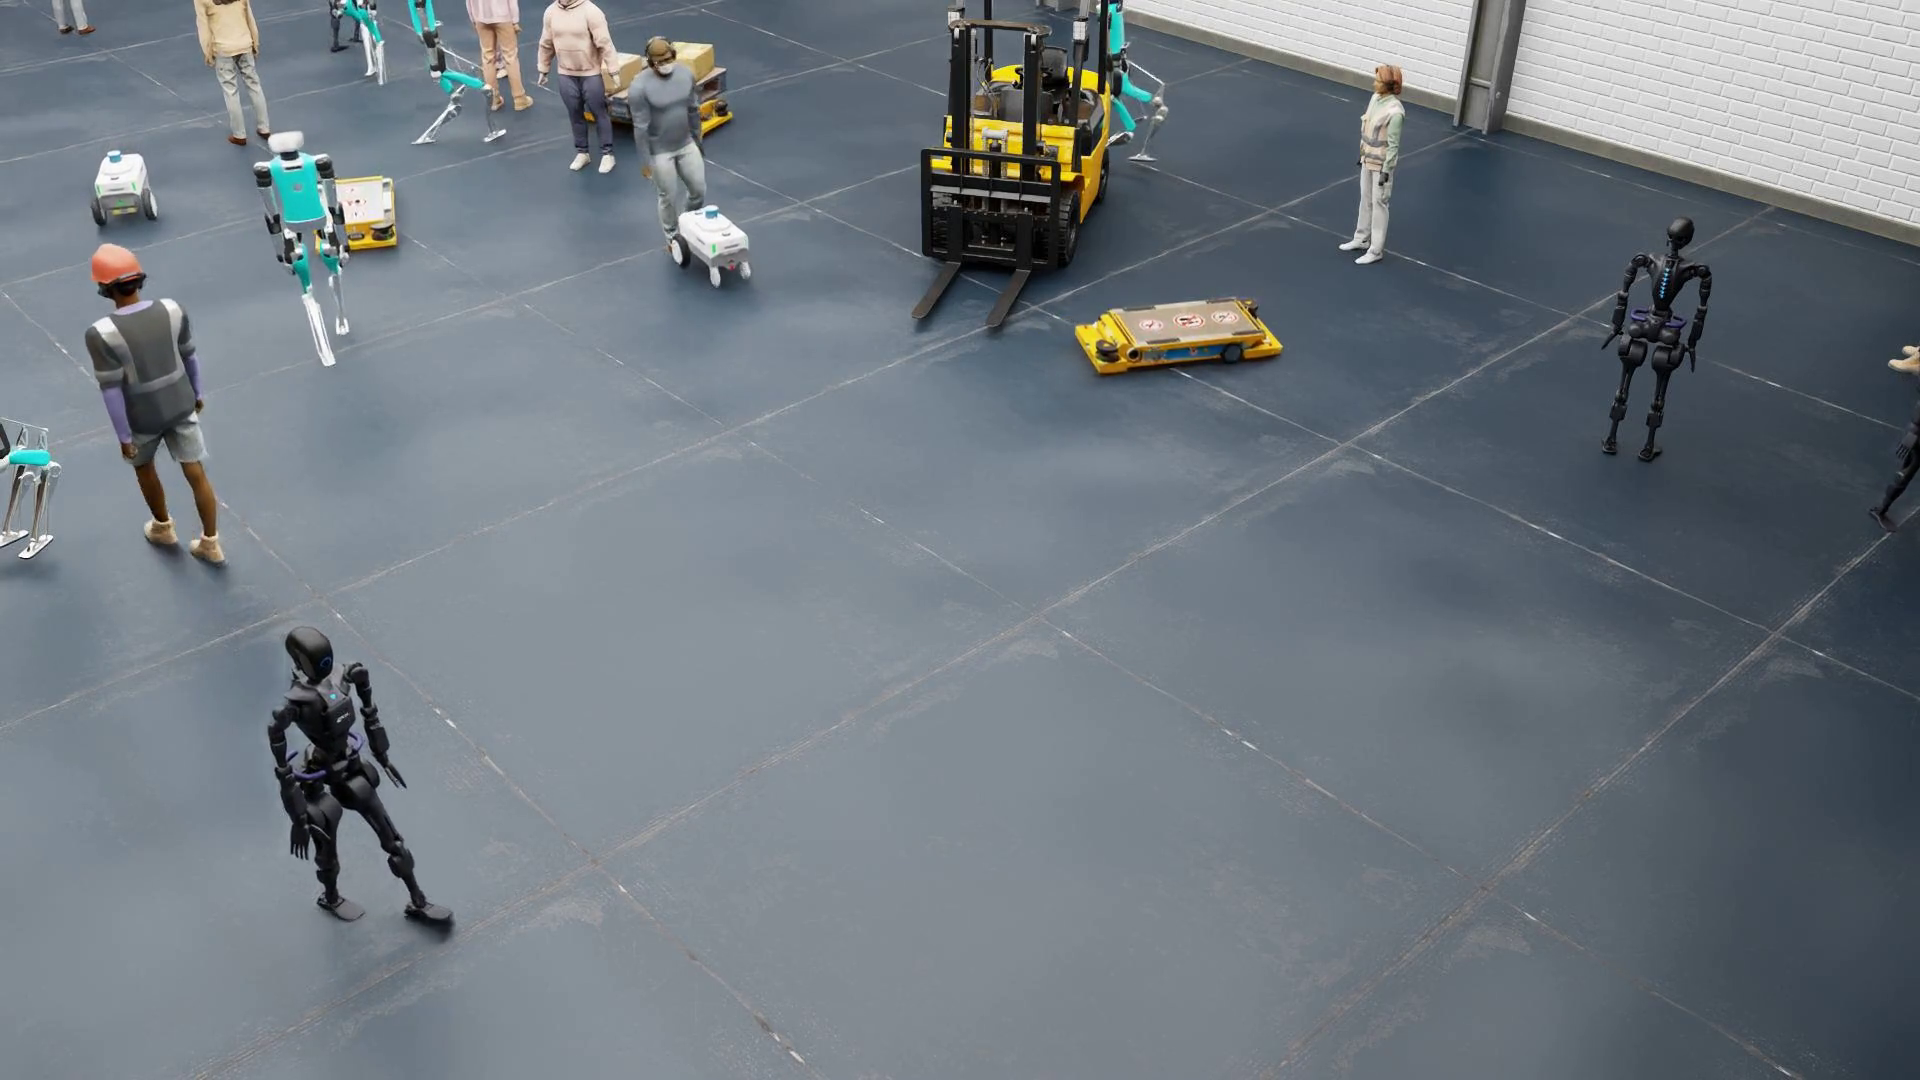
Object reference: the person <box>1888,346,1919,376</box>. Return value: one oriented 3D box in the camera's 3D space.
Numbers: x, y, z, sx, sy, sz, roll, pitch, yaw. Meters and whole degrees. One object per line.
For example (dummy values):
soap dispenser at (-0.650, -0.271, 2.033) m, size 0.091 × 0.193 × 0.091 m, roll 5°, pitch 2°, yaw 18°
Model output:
person at (7.101, -2.005, 11.942) m, size 0.541 × 1.697 × 0.316 m, roll -28°, pitch 42°, yaw -36°

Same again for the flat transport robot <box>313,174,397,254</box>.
flat transport robot at (-5.315, -2.889, 14.613) m, size 0.659 × 0.231 × 1.431 m, roll -9°, pitch 34°, yaw -14°

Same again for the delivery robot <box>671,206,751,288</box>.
delivery robot at (-2.041, -2.458, 13.706) m, size 0.499 × 0.613 × 0.789 m, roll -19°, pitch 37°, yaw -26°

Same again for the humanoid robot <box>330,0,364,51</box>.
humanoid robot at (-7.005, -6.327, 18.606) m, size 0.600 × 1.654 × 0.416 m, roll 18°, pitch 37°, yaw 25°

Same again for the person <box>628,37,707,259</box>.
person at (-2.368, -3.187, 13.573) m, size 0.655 × 1.905 × 0.465 m, roll -24°, pitch 40°, yaw -32°

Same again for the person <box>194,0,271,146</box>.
person at (-7.006, -4.749, 16.015) m, size 0.399 × 1.868 × 0.562 m, roll 26°, pitch 41°, yaw 34°

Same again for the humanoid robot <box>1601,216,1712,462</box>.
humanoid robot at (4.541, -1.327, 10.908) m, size 0.599 × 1.657 × 0.315 m, roll 17°, pitch 37°, yaw 25°

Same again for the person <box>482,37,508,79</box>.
person at (-5.067, -5.838, 17.776) m, size 0.326 × 1.765 × 0.524 m, roll -15°, pitch 36°, yaw -21°

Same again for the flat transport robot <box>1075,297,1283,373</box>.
flat transport robot at (1.646, -1.546, 12.549) m, size 1.431 × 0.231 × 0.659 m, roll -7°, pitch 34°, yaw -10°

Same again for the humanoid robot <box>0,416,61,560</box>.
humanoid robot at (-5.679, -0.698, 9.777) m, size 0.533 × 1.677 × 0.735 m, roll 13°, pitch 35°, yaw 19°

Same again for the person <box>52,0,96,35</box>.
person at (-10.368, -6.647, 19.128) m, size 0.473 × 1.642 × 0.333 m, roll 2°, pitch 33°, yaw 3°

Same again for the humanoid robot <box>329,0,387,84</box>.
humanoid robot at (-6.349, -5.709, 17.670) m, size 0.540 × 1.858 × 0.745 m, roll 5°, pitch 33°, yaw 8°

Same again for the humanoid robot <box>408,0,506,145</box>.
humanoid robot at (-4.883, -4.649, 16.059) m, size 1.077 × 1.794 × 0.564 m, roll -11°, pitch 35°, yaw -16°

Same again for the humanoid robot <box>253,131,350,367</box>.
humanoid robot at (-4.792, -2.223, 12.269) m, size 0.541 × 1.781 × 0.878 m, roll -12°, pitch 35°, yaw -18°

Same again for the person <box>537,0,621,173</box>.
person at (-3.516, -4.350, 15.409) m, size 0.817 × 1.854 × 0.434 m, roll 6°, pitch 34°, yaw 9°

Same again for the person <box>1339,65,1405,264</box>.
person at (3.425, -3.087, 13.658) m, size 0.307 × 1.640 × 0.514 m, roll -7°, pitch 34°, yaw -11°

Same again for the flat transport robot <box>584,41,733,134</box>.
flat transport robot at (-3.090, -4.364, 16.881) m, size 1.431 × 0.231 × 0.659 m, roll 15°, pitch 36°, yaw 21°

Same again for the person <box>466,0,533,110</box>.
person at (-4.717, -5.244, 16.844) m, size 0.524 × 1.782 × 0.406 m, roll 4°, pitch 33°, yaw 6°

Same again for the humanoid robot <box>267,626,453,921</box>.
humanoid robot at (-2.683, 1.078, 7.247) m, size 0.727 × 1.627 × 0.589 m, roll 16°, pitch 36°, yaw 24°

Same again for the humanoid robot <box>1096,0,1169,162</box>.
humanoid robot at (1.568, -4.224, 15.324) m, size 1.018 × 1.730 × 0.547 m, roll 10°, pitch 34°, yaw 15°

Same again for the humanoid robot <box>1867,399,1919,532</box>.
humanoid robot at (5.946, -0.672, 9.935) m, size 0.584 × 1.630 × 0.717 m, roll -5°, pitch 33°, yaw -8°

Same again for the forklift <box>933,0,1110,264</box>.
forklift at (0.570, -3.725, 14.138) m, size 1.214 × 2.155 × 2.313 m, roll 9°, pitch 34°, yaw 13°

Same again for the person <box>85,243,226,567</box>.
person at (-4.777, -0.805, 9.812) m, size 0.833 × 2.011 × 0.623 m, roll 24°, pitch 40°, yaw 32°

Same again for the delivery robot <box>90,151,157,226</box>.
delivery robot at (-7.424, -3.149, 14.744) m, size 0.499 × 0.587 × 0.777 m, roll -10°, pitch 34°, yaw -15°
